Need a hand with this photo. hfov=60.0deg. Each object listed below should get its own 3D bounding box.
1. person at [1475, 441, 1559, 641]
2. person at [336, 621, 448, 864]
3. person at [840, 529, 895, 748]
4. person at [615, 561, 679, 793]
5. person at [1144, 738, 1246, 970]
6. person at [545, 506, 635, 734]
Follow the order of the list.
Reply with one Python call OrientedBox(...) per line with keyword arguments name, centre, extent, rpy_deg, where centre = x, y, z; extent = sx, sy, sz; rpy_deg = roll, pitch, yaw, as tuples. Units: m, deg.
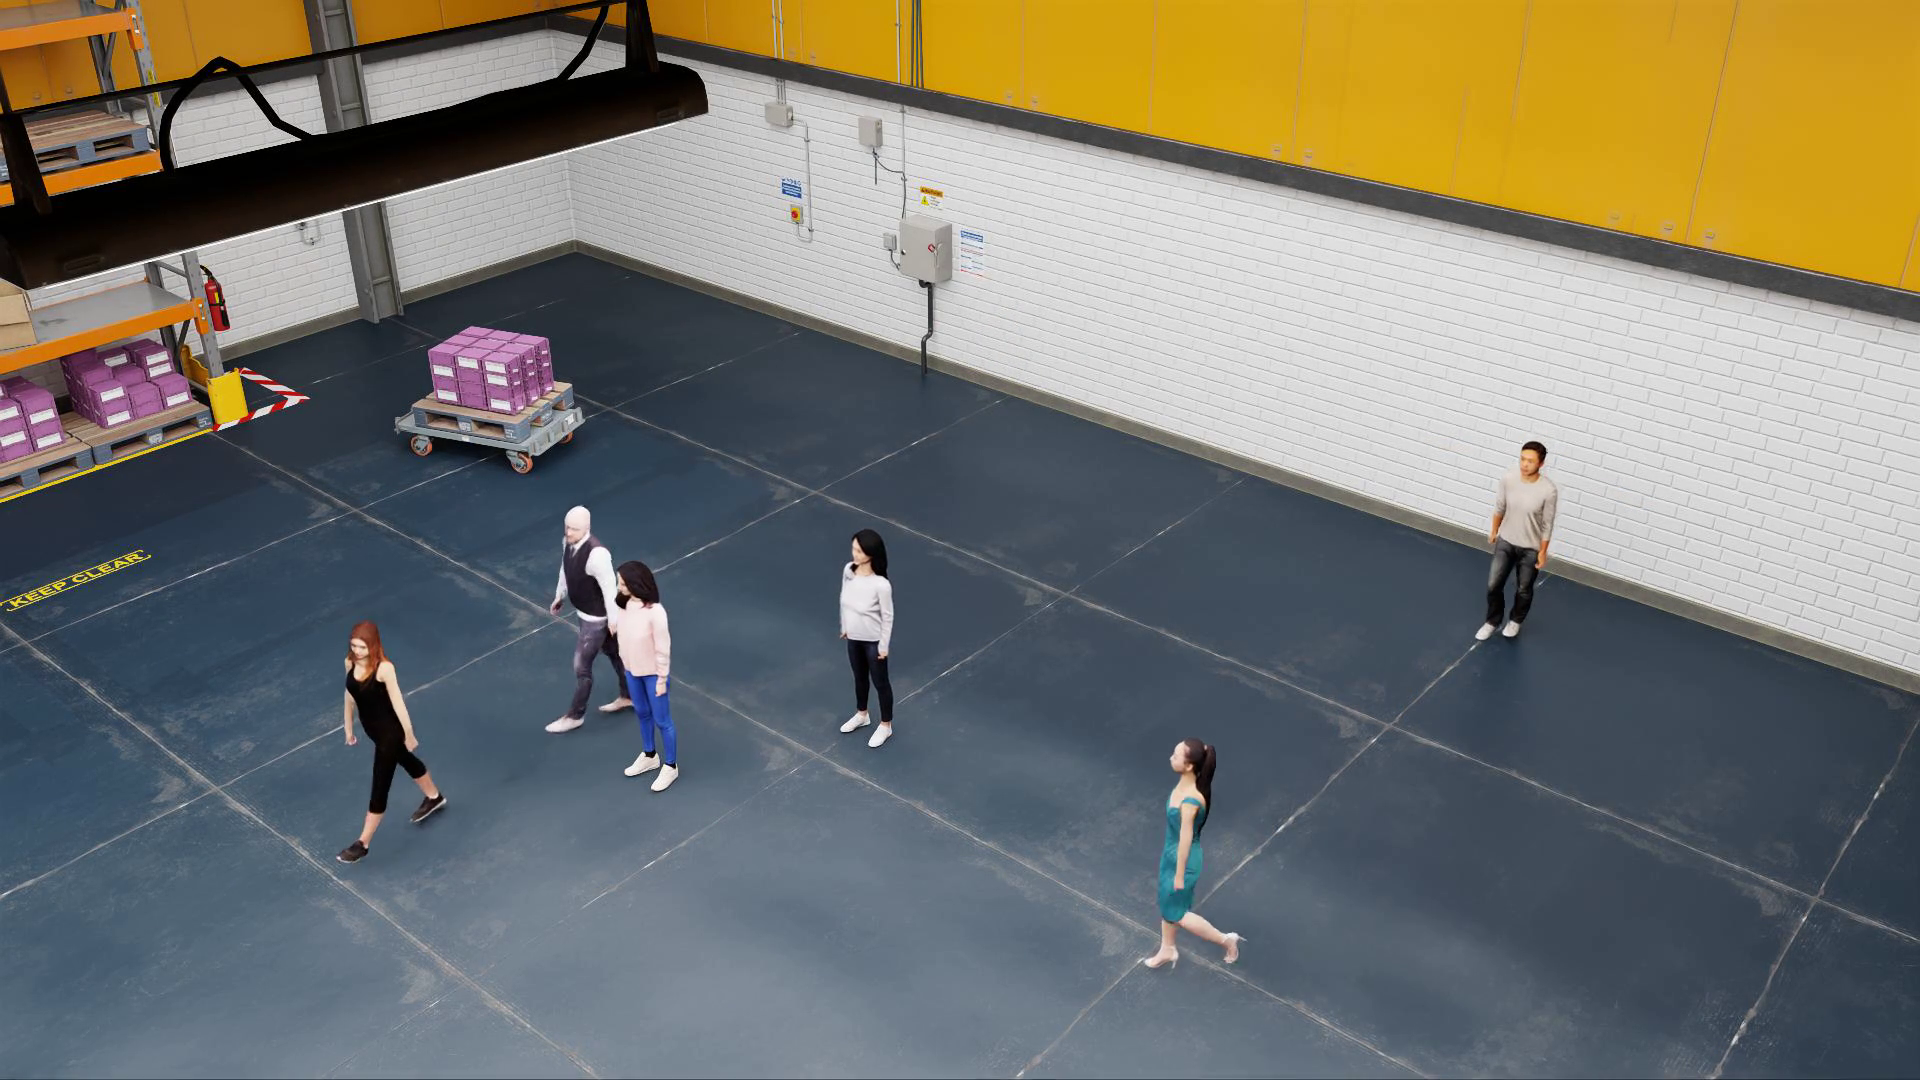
OrientedBox(name="person", centre=(4.425, -0.001, 13.025), extent=(0.661, 1.778, 0.732), rpy_deg=(20, 34, 32))
OrientedBox(name="person", centre=(-3.691, 1.216, 10.901), extent=(0.700, 1.674, 1.176), rpy_deg=(18, 33, 29))
OrientedBox(name="person", centre=(-0.649, 0.680, 11.858), extent=(0.606, 1.700, 0.533), rpy_deg=(23, 36, 36))
OrientedBox(name="person", centre=(-2.137, 0.901, 11.382), extent=(0.634, 1.767, 0.534), rpy_deg=(23, 36, 36))
OrientedBox(name="person", centre=(1.370, 1.880, 9.685), extent=(0.854, 1.674, 0.847), rpy_deg=(3, 29, 6))
OrientedBox(name="person", centre=(-2.547, 0.534, 12.030), extent=(1.107, 1.791, 0.937), rpy_deg=(-14, 32, -25))
